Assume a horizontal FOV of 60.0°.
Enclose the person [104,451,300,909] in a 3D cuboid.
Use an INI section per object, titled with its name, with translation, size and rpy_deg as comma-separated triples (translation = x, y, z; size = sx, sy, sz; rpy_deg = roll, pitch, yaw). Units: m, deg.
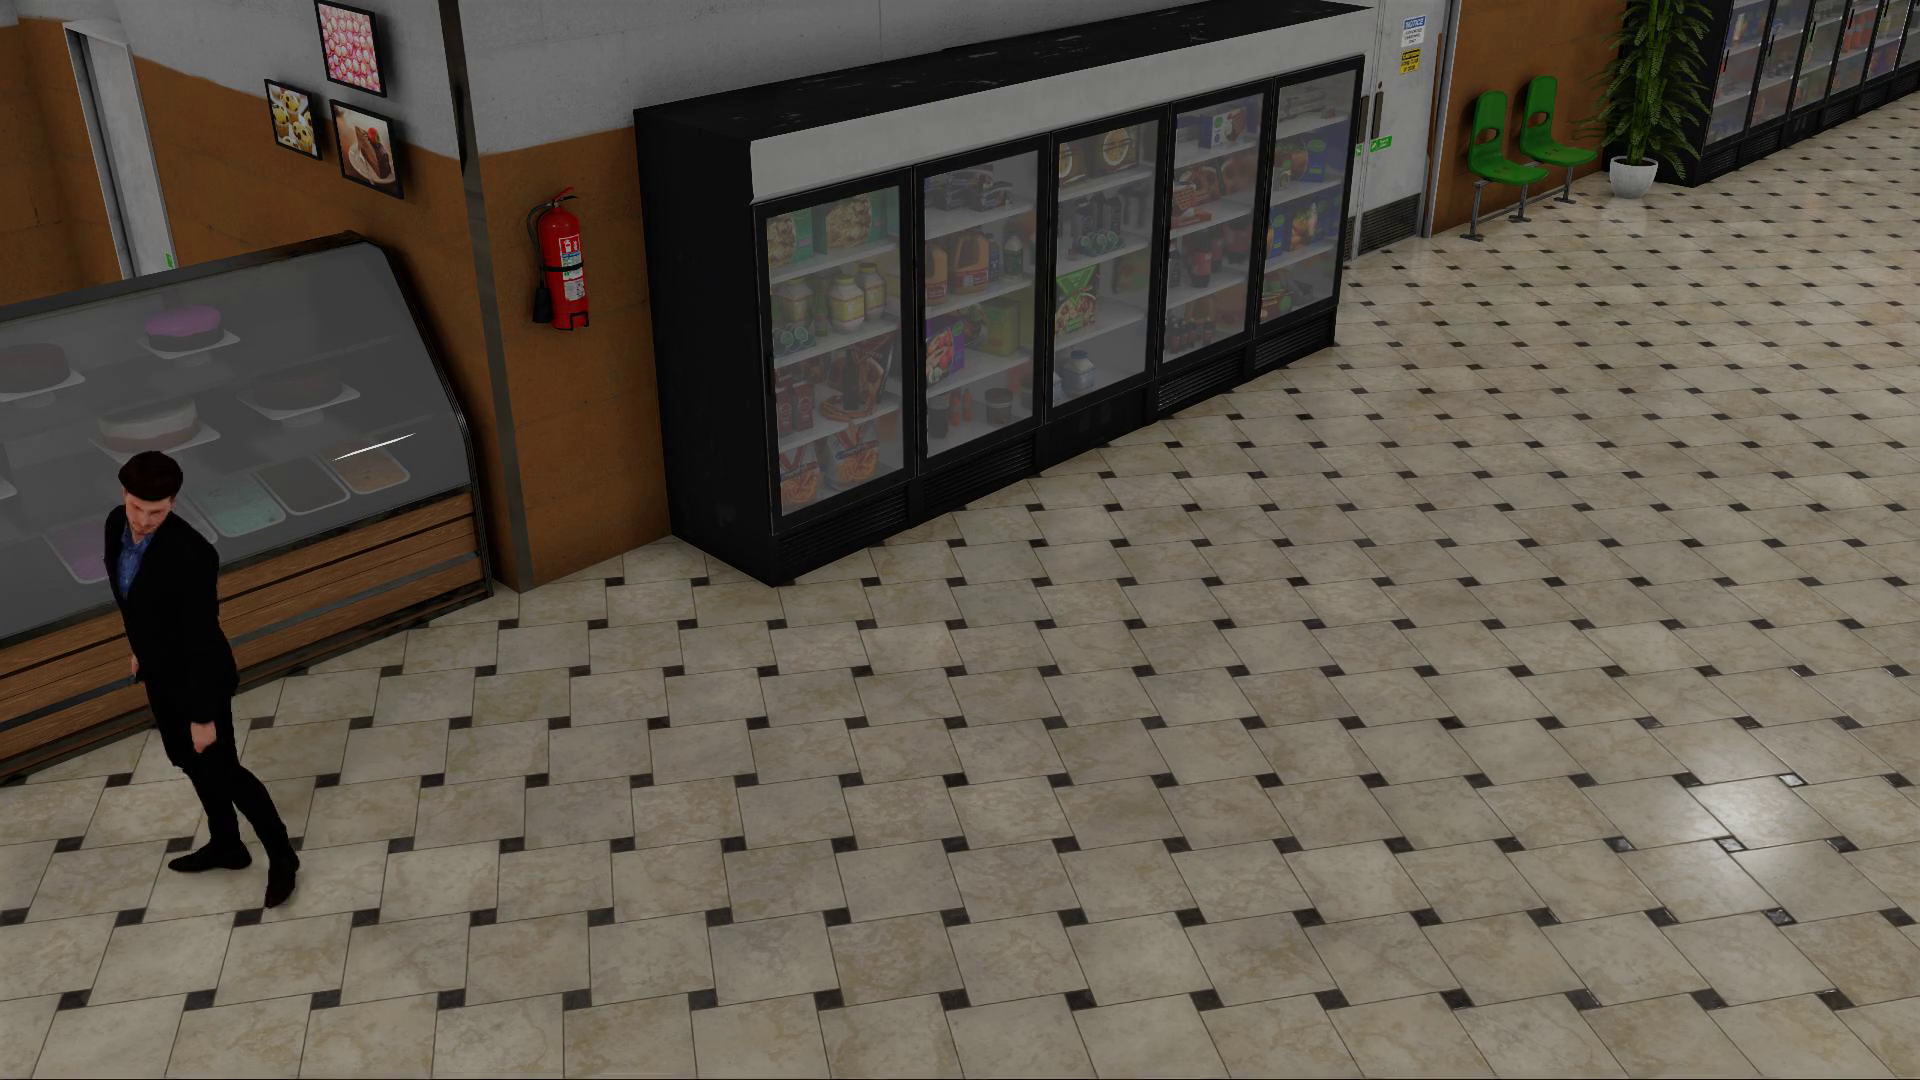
[person]
translation = -2.843, 0.477, 6.057
size = 0.853, 1.838, 0.542
rpy_deg = -17, 31, -30
